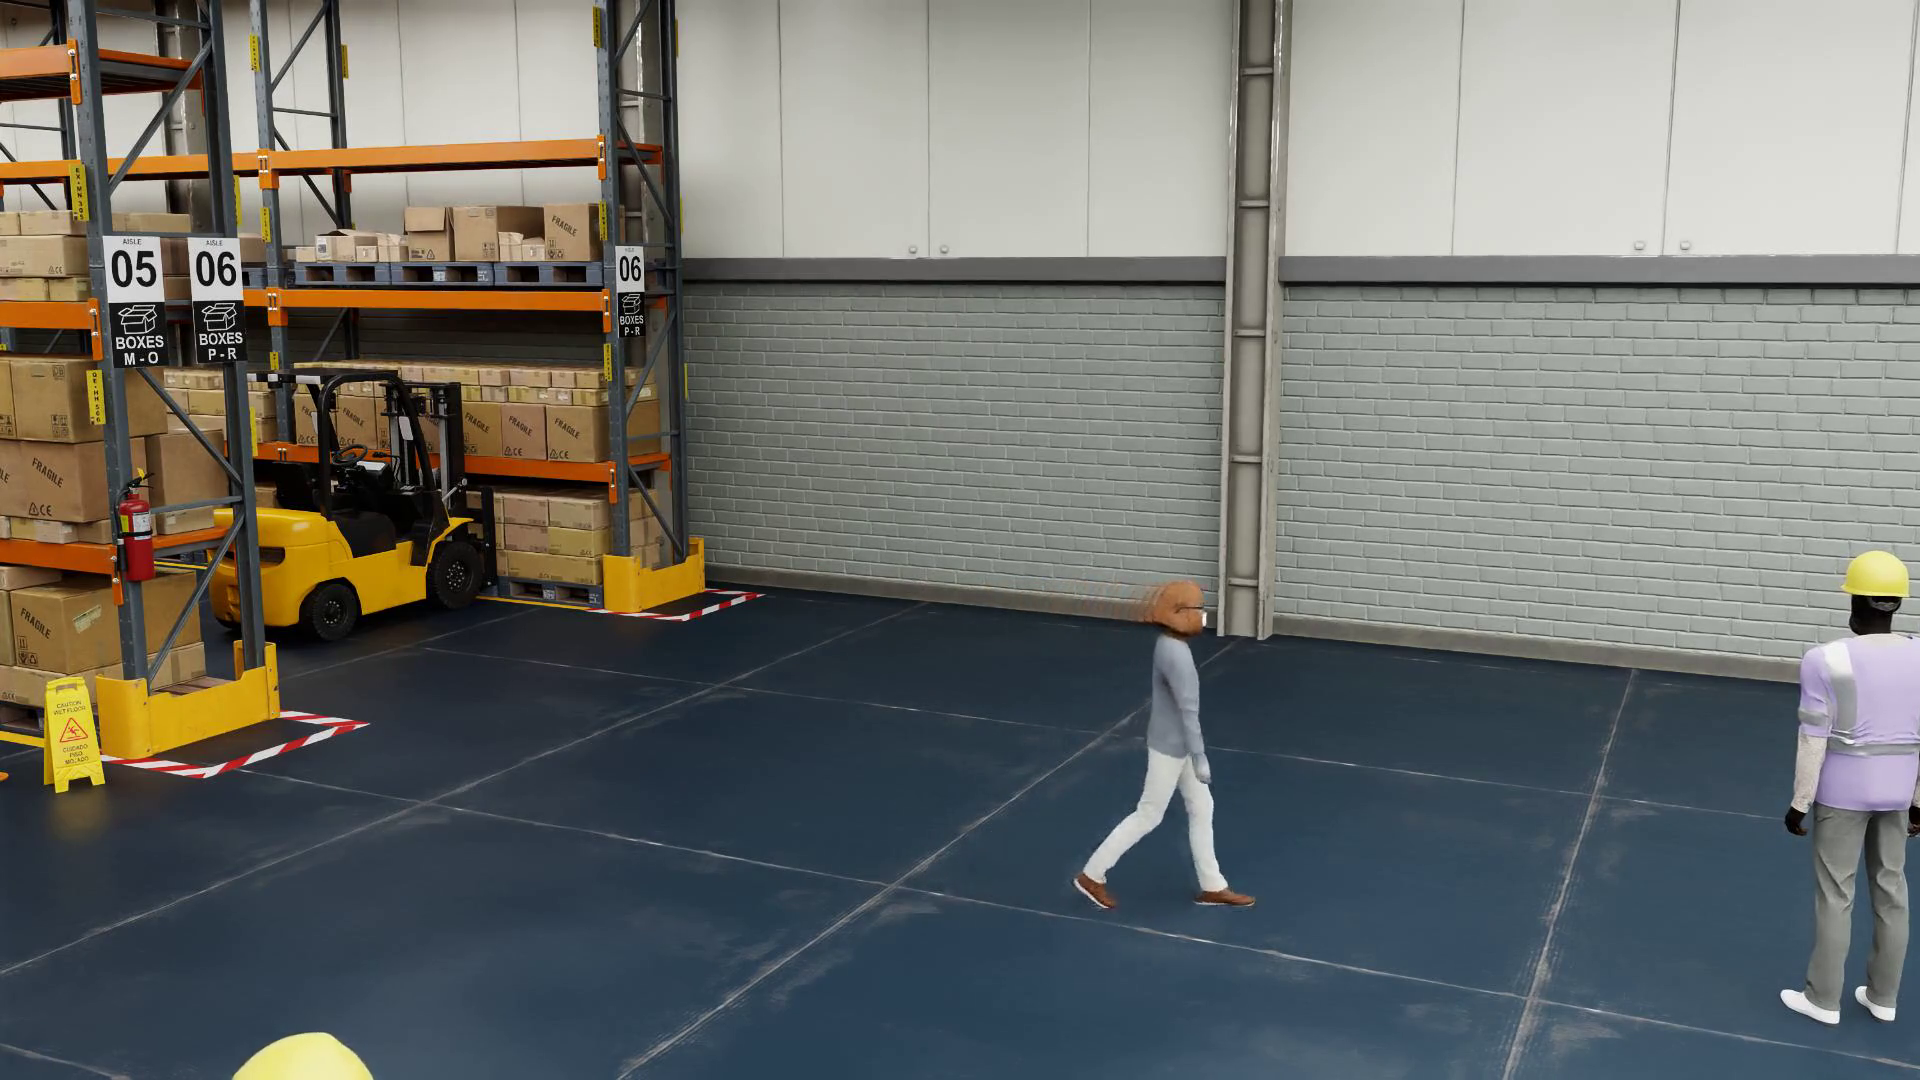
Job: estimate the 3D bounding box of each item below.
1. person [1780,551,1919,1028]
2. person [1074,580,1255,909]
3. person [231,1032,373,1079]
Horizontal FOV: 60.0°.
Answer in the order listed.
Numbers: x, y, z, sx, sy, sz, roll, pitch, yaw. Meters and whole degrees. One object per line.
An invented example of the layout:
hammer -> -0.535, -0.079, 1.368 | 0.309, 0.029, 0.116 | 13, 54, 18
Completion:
person -> 3.599, 0.999, 6.648 | 0.587, 1.928, 0.362 | 0, 9, -3
person -> 0.956, 0.970, 7.834 | 0.836, 1.598, 0.494 | 1, 9, 7
person -> -1.021, 1.684, 2.726 | 0.404, 1.837, 0.590 | -1, 9, -6
